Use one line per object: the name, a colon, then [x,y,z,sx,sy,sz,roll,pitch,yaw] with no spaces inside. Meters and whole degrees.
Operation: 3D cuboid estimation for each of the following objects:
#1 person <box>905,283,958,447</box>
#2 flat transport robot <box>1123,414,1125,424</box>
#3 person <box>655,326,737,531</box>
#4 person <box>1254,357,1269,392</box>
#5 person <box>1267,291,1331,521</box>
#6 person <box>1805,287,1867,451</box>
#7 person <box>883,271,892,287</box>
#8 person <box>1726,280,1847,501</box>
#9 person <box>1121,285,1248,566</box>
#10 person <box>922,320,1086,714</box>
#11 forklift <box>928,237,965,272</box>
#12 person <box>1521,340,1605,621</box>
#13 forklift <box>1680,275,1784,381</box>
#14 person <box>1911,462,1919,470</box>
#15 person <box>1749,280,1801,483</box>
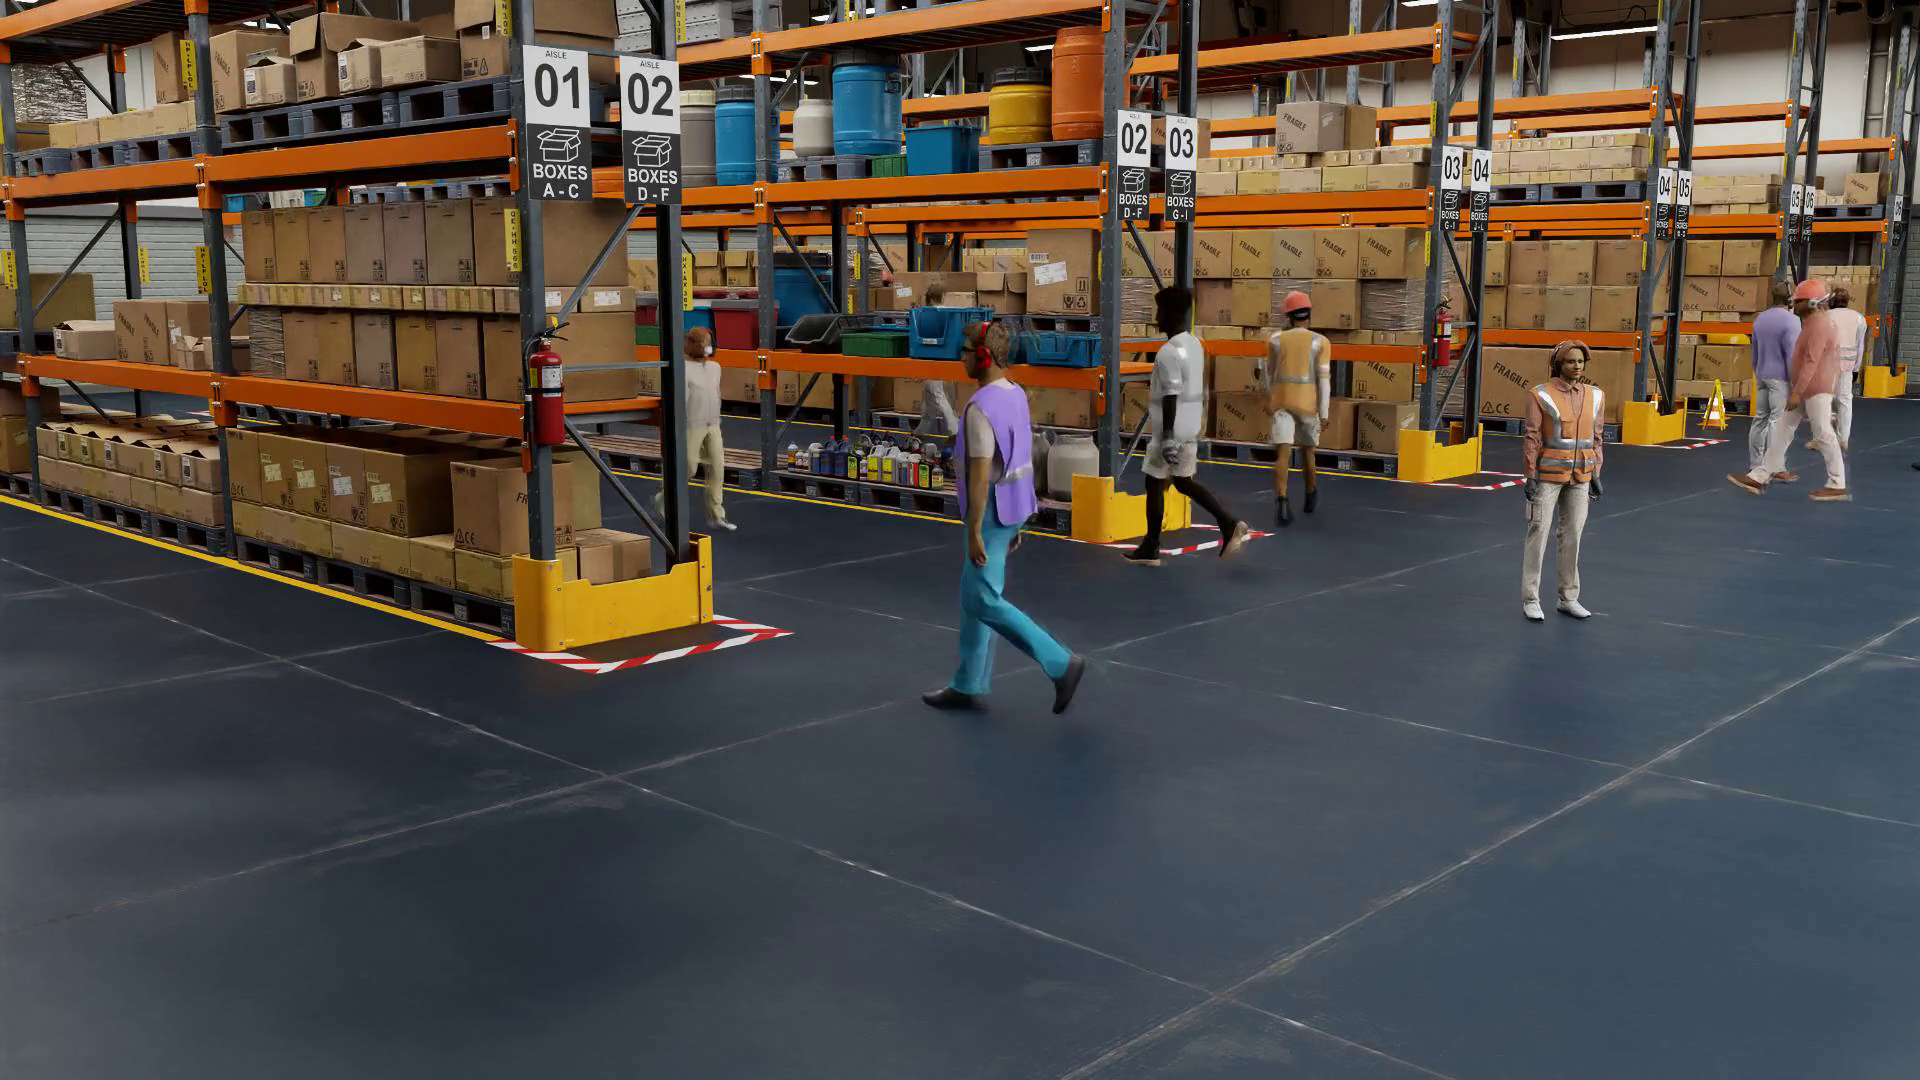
person: [-0.277,-2.041,19.366,1.000,1.895,0.642,8,13,42]
flat transport robot: [1.594,-1.539,21.359,0.652,0.197,1.431,-9,13,-43]
person: [-2.103,-0.890,13.157,0.704,1.611,0.506,6,11,35]
person: [3.644,-2.052,19.481,0.609,1.870,0.462,-7,12,-36]
person: [2.783,-1.105,13.725,0.540,1.872,1.072,4,10,21]
person: [9.918,-1.942,18.898,0.634,1.841,0.429,-1,9,-6]
person: [-1.210,-3.171,25.866,0.429,2.025,0.652,5,11,28]
person: [7.455,-1.327,14.791,1.004,1.939,0.628,2,10,14]
person: [1.541,-0.776,11.437,0.813,1.945,0.614,6,11,31]
person: [0.202,-0.091,7.618,0.766,1.824,0.570,3,10,19]
forklift: [-0.326,-5.817,39.609,1.129,2.768,1.873,9,13,43]
person: [3.533,-0.353,9.773,0.514,1.641,0.308,-2,10,-13]
forklift: [12.480,-3.427,27.053,1.214,2.155,2.313,9,13,43]
person: [10.028,-1.681,17.001,0.543,1.940,0.361,-7,12,-36]
person: [7.913,-1.536,16.113,0.372,1.940,0.631,-2,9,-10]
